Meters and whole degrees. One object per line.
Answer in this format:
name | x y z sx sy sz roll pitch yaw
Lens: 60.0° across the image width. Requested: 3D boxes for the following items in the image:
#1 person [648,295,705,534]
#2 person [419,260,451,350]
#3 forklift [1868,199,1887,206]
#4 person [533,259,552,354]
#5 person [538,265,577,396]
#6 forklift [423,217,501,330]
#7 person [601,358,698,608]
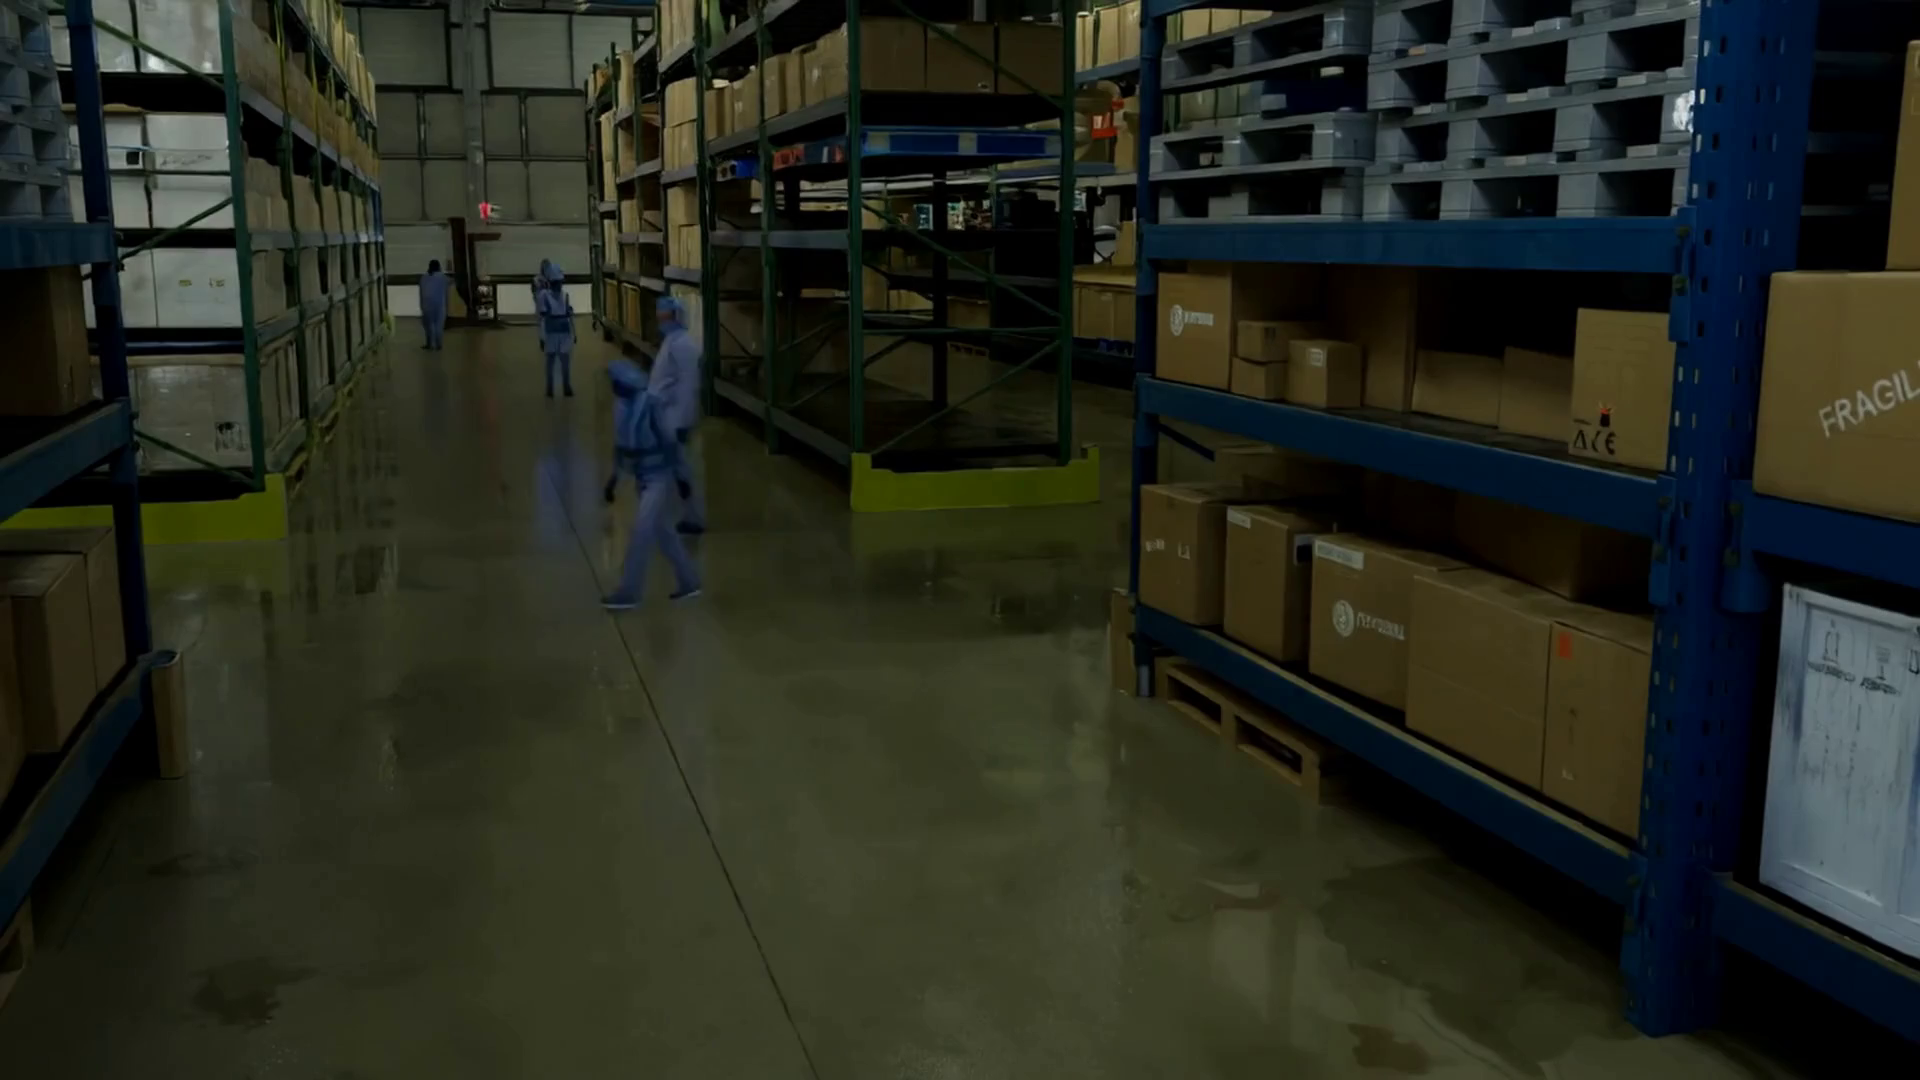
person | -2.243 -0.970 13.082 0.496 1.895 0.639 -2 11 -12
person | -10.984 -4.912 34.806 0.663 1.866 0.820 -5 12 -27
forklift | 11.338 -2.915 21.052 1.129 2.768 1.873 -3 11 -17
person | -8.265 -4.675 33.394 0.552 1.898 0.916 -4 11 -19
person | -5.956 -3.098 24.638 0.551 1.934 0.373 -4 11 -22
forklift | -12.704 -6.775 42.211 1.873 2.768 1.129 -3 11 -17
person | -2.018 -0.363 10.589 0.835 1.578 0.526 -10 14 -42
